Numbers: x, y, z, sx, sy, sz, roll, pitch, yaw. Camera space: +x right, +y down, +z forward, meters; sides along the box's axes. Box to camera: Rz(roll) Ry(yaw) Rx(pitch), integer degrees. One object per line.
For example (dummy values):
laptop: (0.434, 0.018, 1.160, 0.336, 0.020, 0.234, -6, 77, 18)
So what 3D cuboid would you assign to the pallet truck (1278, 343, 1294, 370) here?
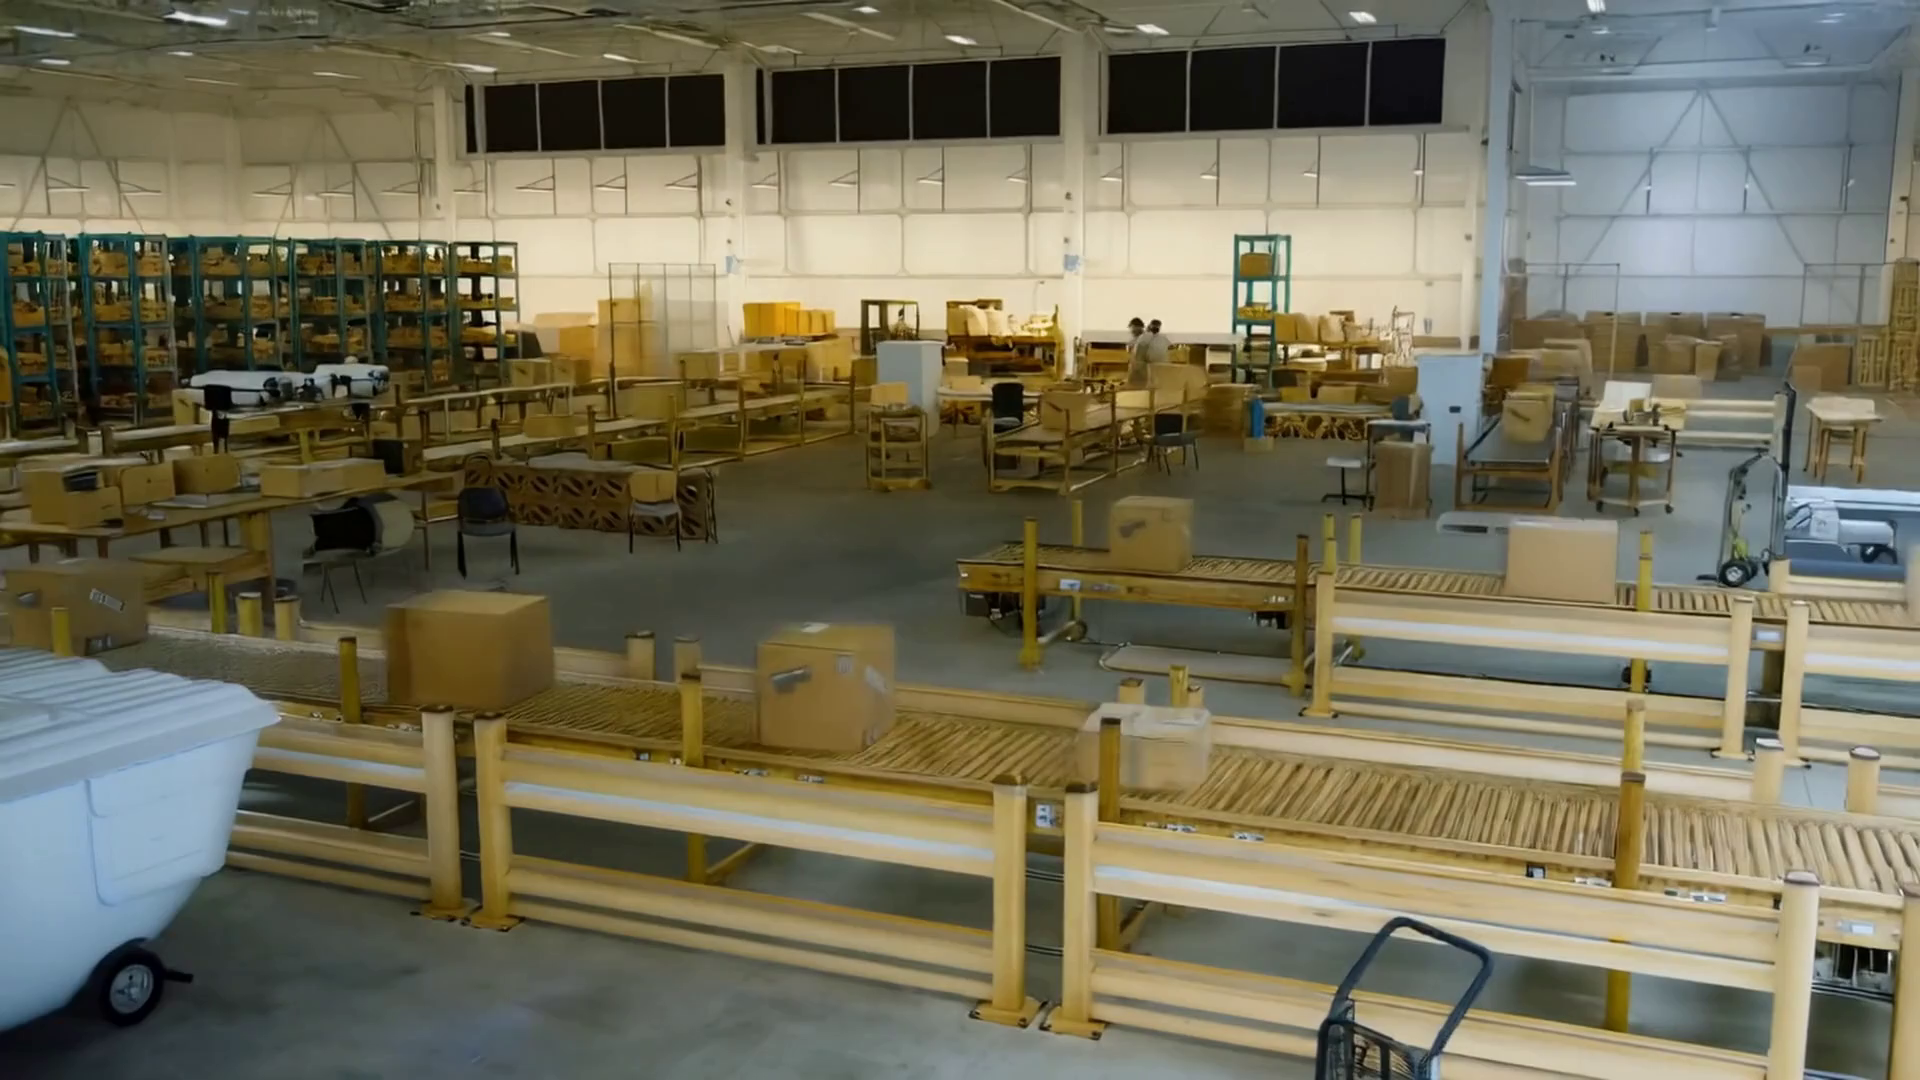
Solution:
pallet truck: (7.886, -4.163, 39.743, 0.653, 1.274, 1.630, 4, 10, 22)

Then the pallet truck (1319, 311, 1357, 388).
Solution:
pallet truck: (9.071, -4.419, 39.190, 0.823, 1.965, 1.885, 5, 10, 26)

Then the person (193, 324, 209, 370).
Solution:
person: (-17.873, -4.326, 39.095, 0.567, 1.841, 0.377, -3, 10, -18)

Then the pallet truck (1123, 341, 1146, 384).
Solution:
pallet truck: (4.445, -4.380, 41.279, 0.680, 1.201, 1.601, 4, 10, 22)

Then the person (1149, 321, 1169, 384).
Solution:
person: (4.146, -3.747, 35.542, 0.972, 1.855, 0.677, -2, 10, -10)

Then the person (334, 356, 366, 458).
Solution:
person: (-8.613, -1.721, 23.552, 0.526, 1.765, 0.329, 4, 10, 22)

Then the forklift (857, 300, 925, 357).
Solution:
forklift: (-1.732, -5.109, 42.468, 1.157, 1.987, 2.680, 4, 10, 22)

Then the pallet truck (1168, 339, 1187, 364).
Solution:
pallet truck: (5.418, -4.269, 40.420, 0.704, 1.261, 1.522, 3, 10, 20)

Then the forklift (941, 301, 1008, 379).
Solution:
forklift: (0.365, -4.966, 41.571, 1.157, 1.987, 2.680, 3, 10, 20)

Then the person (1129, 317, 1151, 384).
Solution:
person: (3.586, -3.367, 32.753, 0.687, 2.027, 0.613, -5, 10, -26)

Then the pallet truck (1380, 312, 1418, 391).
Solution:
pallet truck: (10.207, -4.283, 38.369, 0.823, 1.965, 1.885, 3, 10, 20)
